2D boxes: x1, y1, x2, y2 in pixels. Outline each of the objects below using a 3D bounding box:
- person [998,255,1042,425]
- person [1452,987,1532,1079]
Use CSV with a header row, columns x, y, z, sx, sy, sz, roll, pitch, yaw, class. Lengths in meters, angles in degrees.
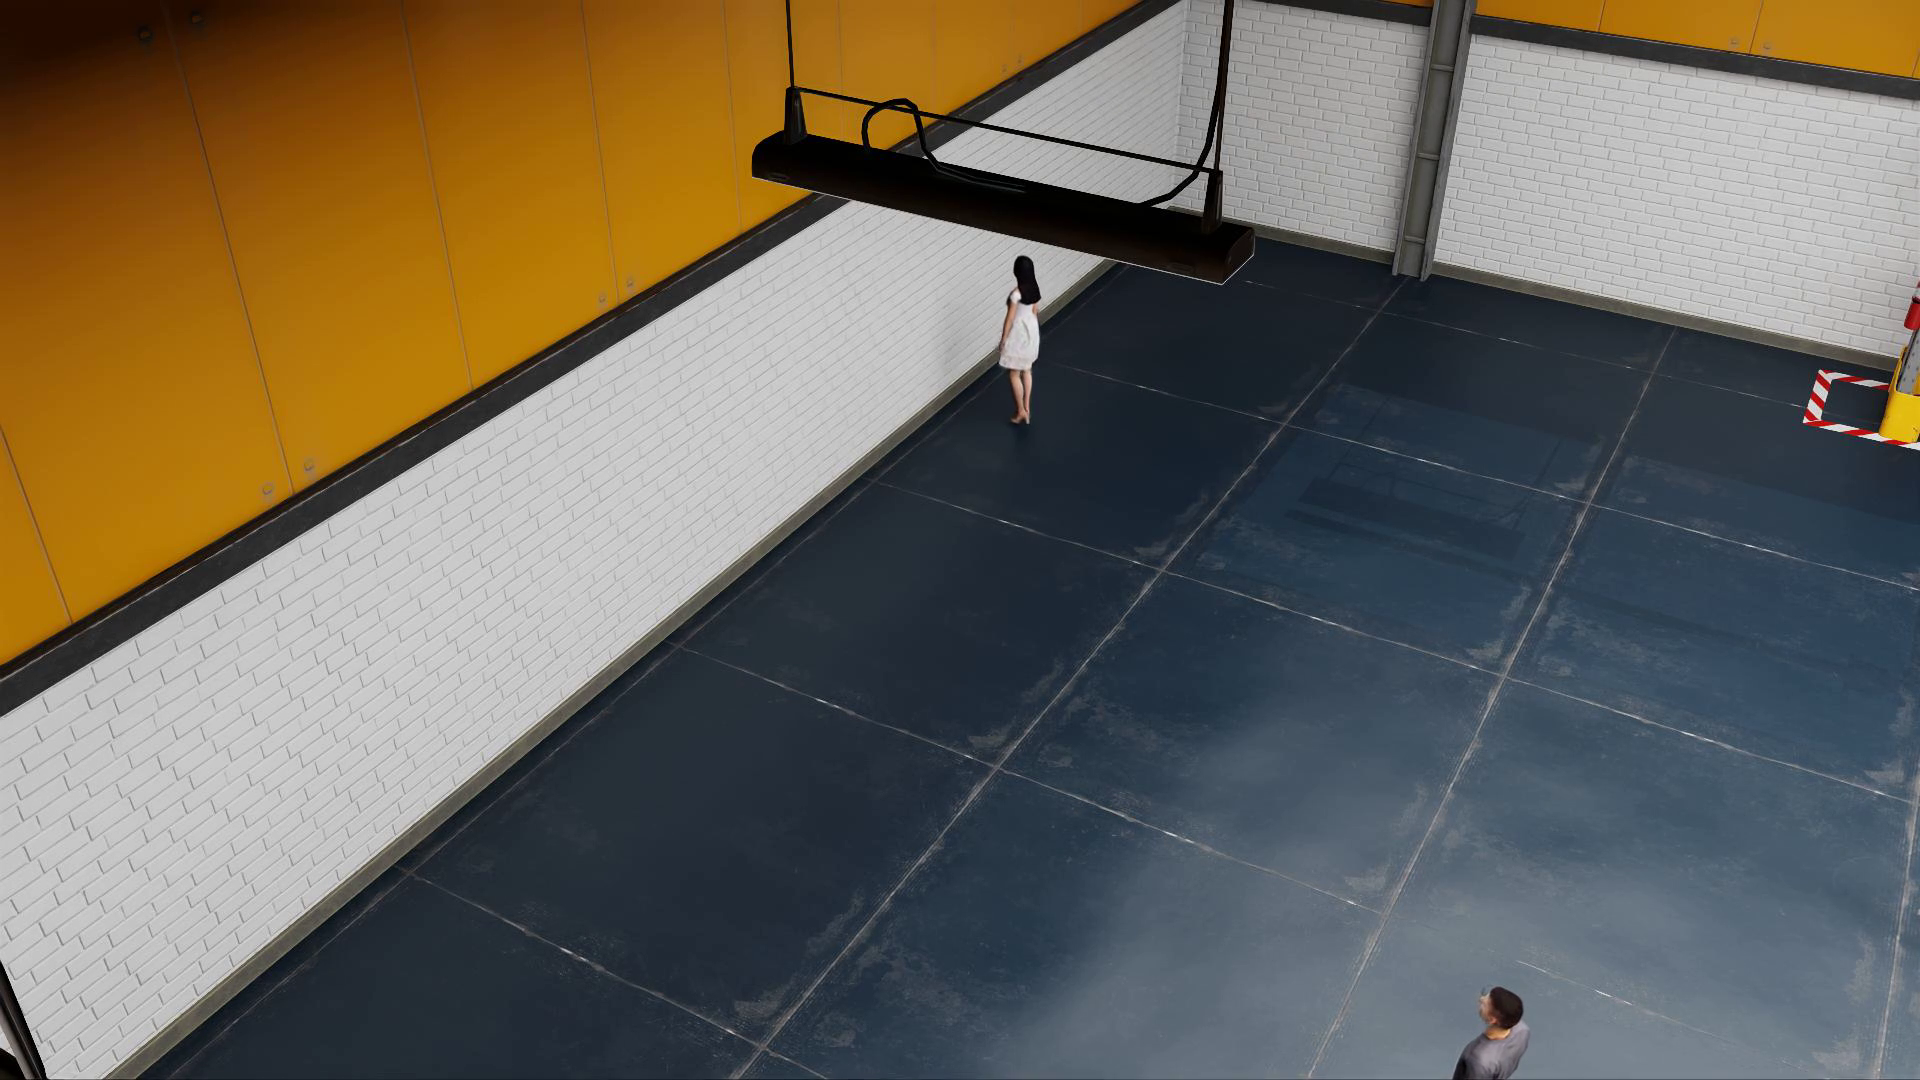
x,y,z,sx,sy,sz,roll,pitch,yaw,class
0.608,-1.942,16.341,0.699,1.770,0.695,26,42,34,person
2.764,3.023,8.880,0.673,1.761,0.628,-29,43,-36,person
